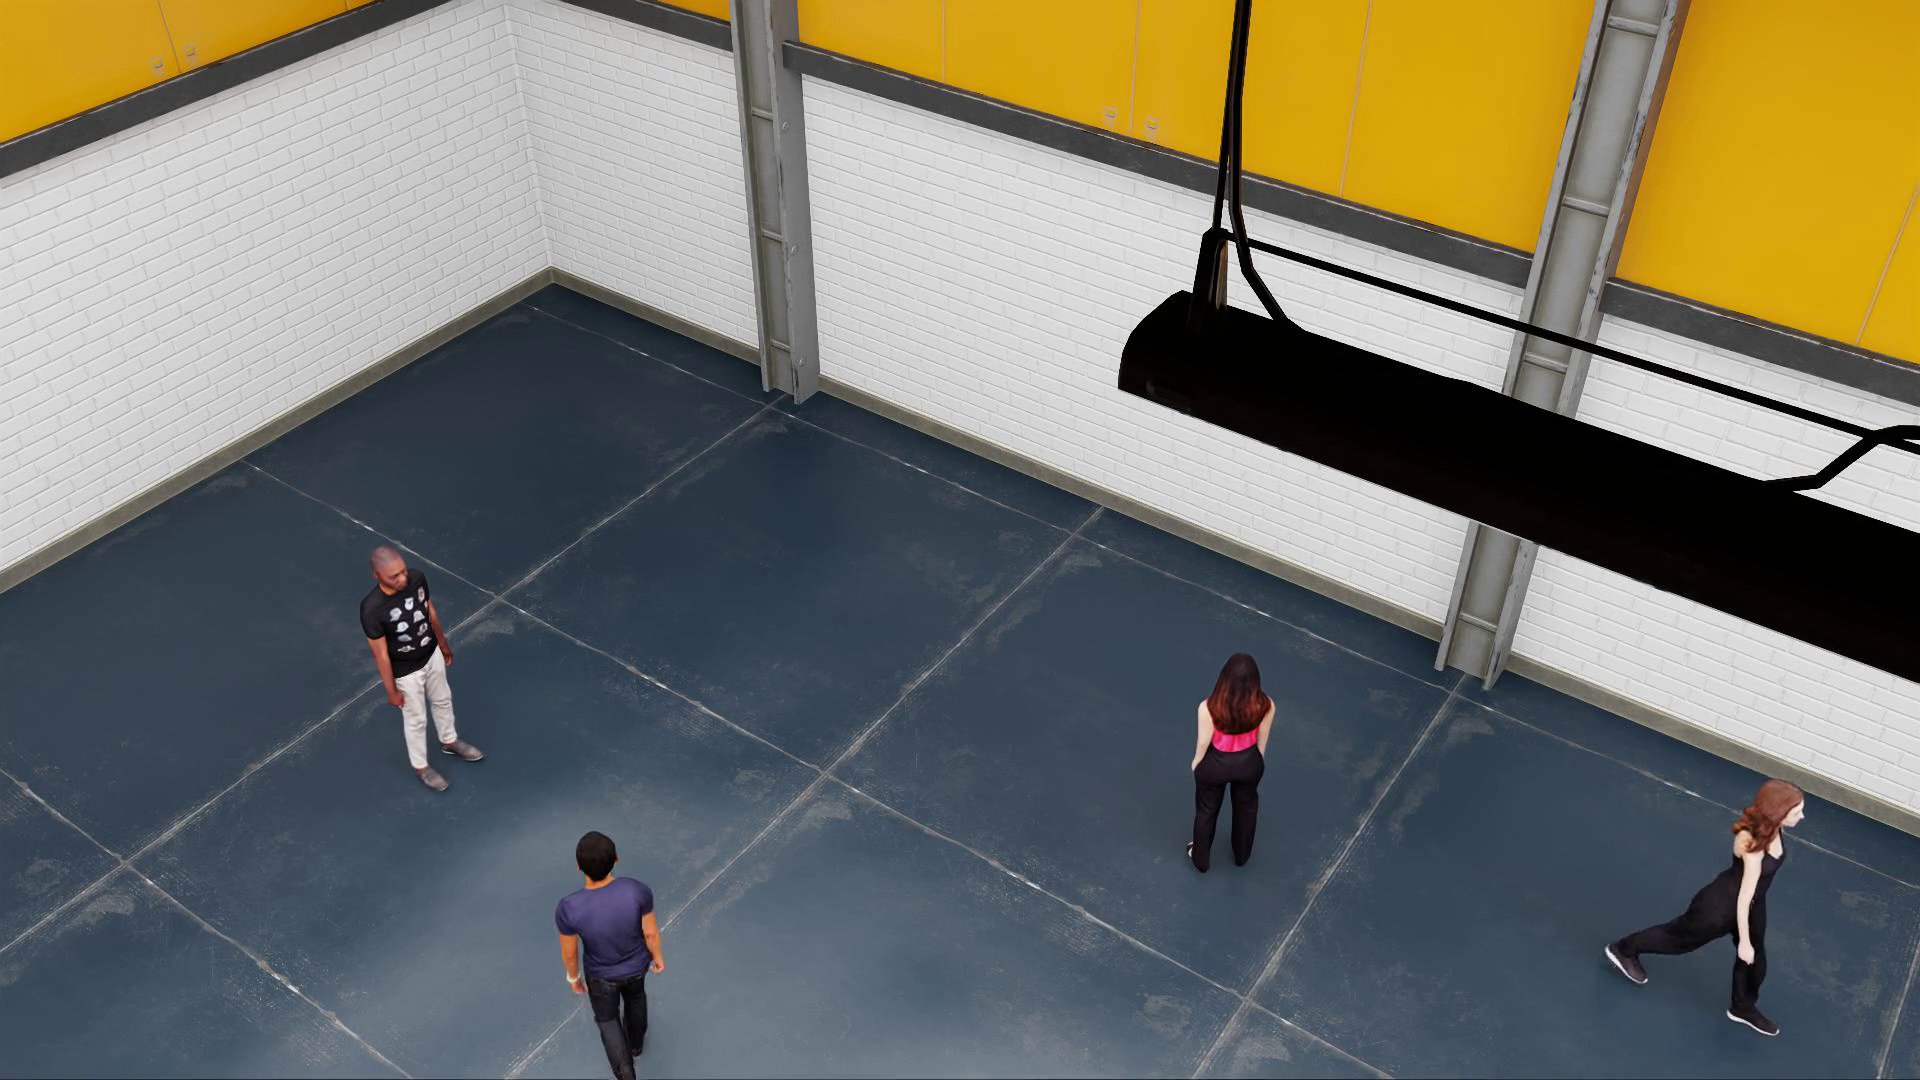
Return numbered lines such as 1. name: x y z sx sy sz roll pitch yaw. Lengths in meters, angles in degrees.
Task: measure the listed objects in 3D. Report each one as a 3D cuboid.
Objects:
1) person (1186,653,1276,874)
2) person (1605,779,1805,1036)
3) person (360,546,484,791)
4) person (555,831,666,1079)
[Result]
1. person: 1.548 1.279 9.544 0.645 1.658 0.722 -3 39 -4
2. person: 3.951 1.877 8.759 1.188 1.703 0.697 30 47 32
3. person: -3.328 0.739 10.105 0.635 1.801 0.686 19 42 22
4. person: -1.703 2.187 8.316 0.965 1.772 1.115 -14 41 -17
